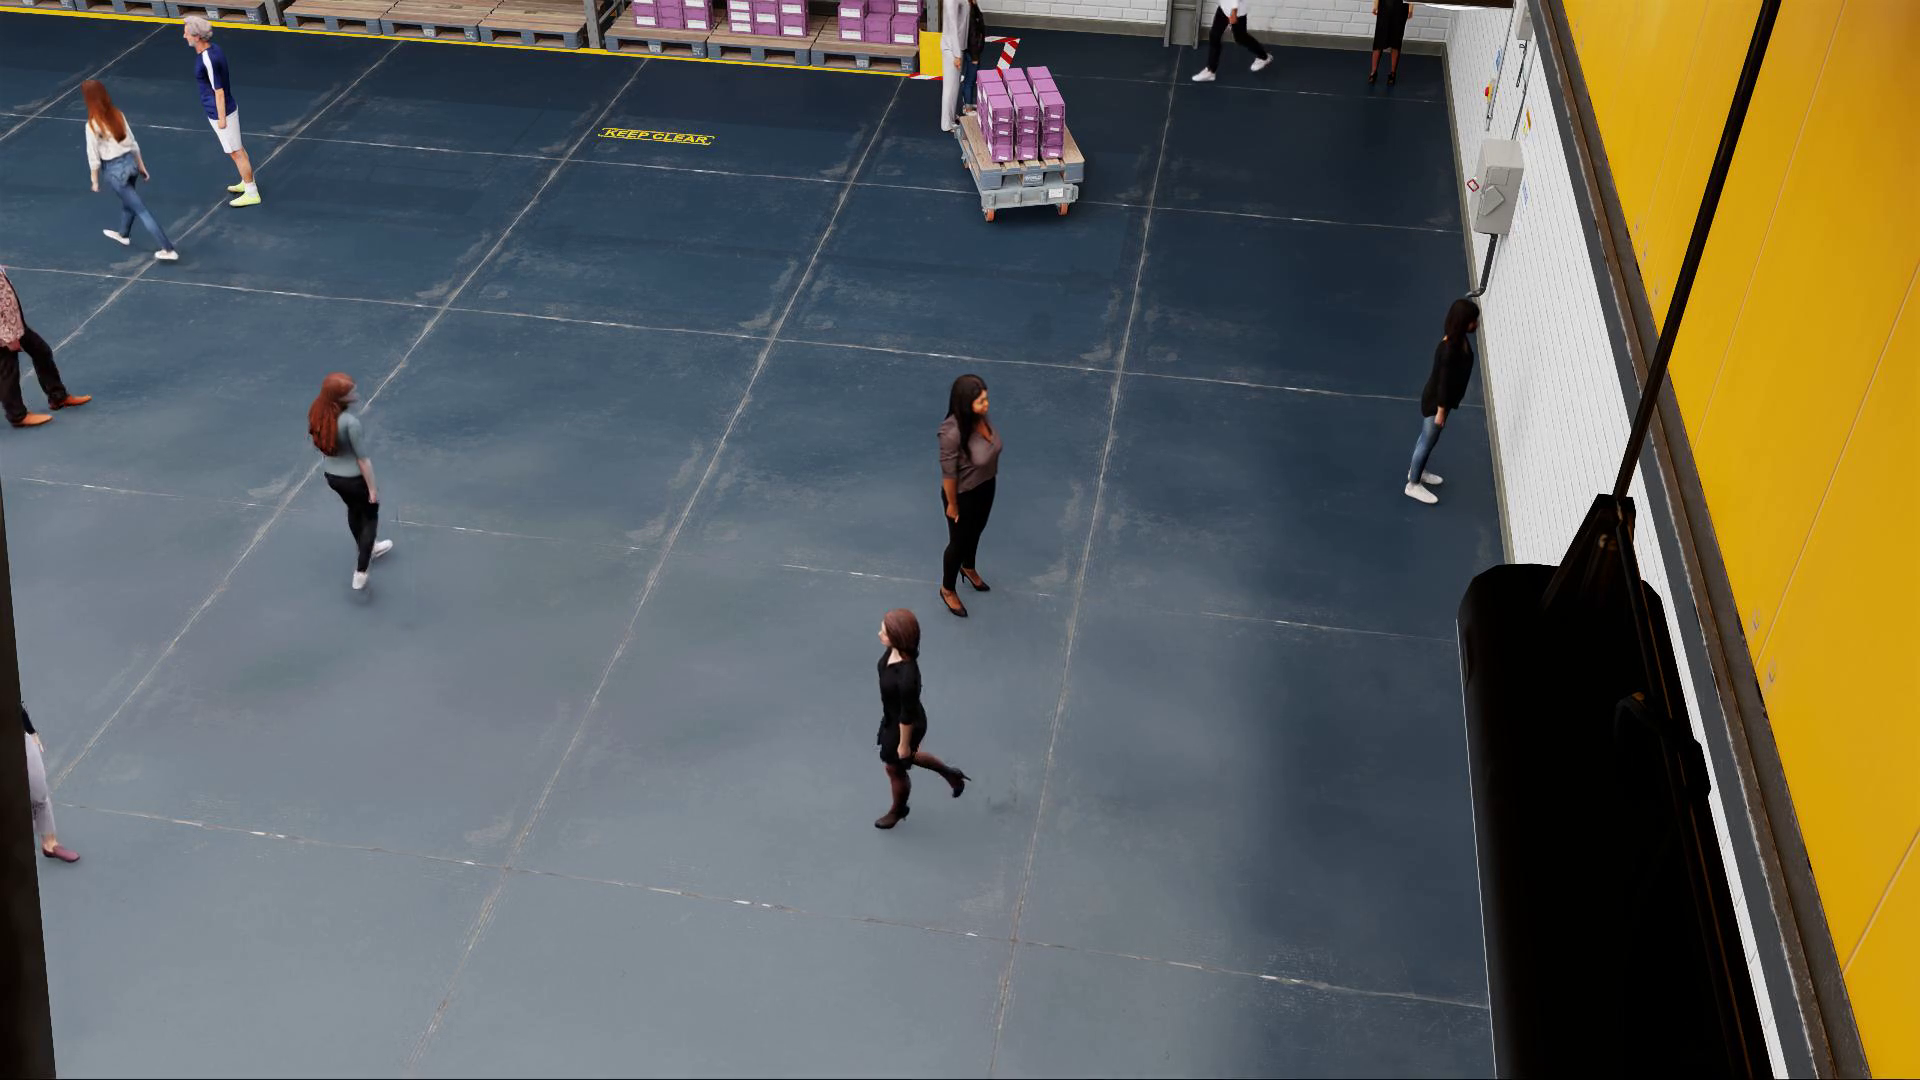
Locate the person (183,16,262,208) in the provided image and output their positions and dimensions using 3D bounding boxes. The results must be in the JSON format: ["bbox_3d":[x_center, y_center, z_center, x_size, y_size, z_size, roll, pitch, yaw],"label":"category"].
[{"bbox_3d":[-7.012,-4.087,15.805,0.736,1.839,0.723,-14,41,-17],"label":"person"}]

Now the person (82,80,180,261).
[{"bbox_3d":[-7.436,-3.257,14.891,1.150,1.683,0.747,13,41,16],"label":"person"}]

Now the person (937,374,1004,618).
[{"bbox_3d":[0.043,-0.320,11.086,0.715,1.840,0.732,20,43,23],"label":"person"}]

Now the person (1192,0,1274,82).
[{"bbox_3d":[3.050,-5.826,18.050,1.257,1.755,0.982,-9,40,-11],"label":"person"}]

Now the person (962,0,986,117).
[{"bbox_3d":[0.117,-5.143,17.412,0.584,1.483,0.607,-3,39,-3],"label":"person"}]

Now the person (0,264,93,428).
[{"bbox_3d":[-7.460,-1.641,12.784,0.991,1.786,0.916,-10,40,-12],"label":"person"}]

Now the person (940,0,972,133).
[{"bbox_3d":[-0.063,-5.099,17.154,0.560,1.736,0.658,2,39,3],"label":"person"}]

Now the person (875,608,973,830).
[{"bbox_3d":[-0.245,1.041,9.503,0.907,1.690,0.758,-7,39,-9],"label":"person"}]

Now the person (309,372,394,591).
[{"bbox_3d":[-4.126,-0.367,11.254,0.844,1.705,0.838,11,40,13],"label":"person"}]

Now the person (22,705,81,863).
[{"bbox_3d":[-5.404,1.230,9.338,0.710,1.600,0.692,17,42,20],"label":"person"}]

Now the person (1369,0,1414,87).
[{"bbox_3d":[4.690,-5.753,18.039,0.479,1.654,0.640,8,39,10],"label":"person"}]

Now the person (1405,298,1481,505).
[{"bbox_3d":[3.513,-1.044,12.150,0.585,1.645,0.618,14,41,17],"label":"person"}]
